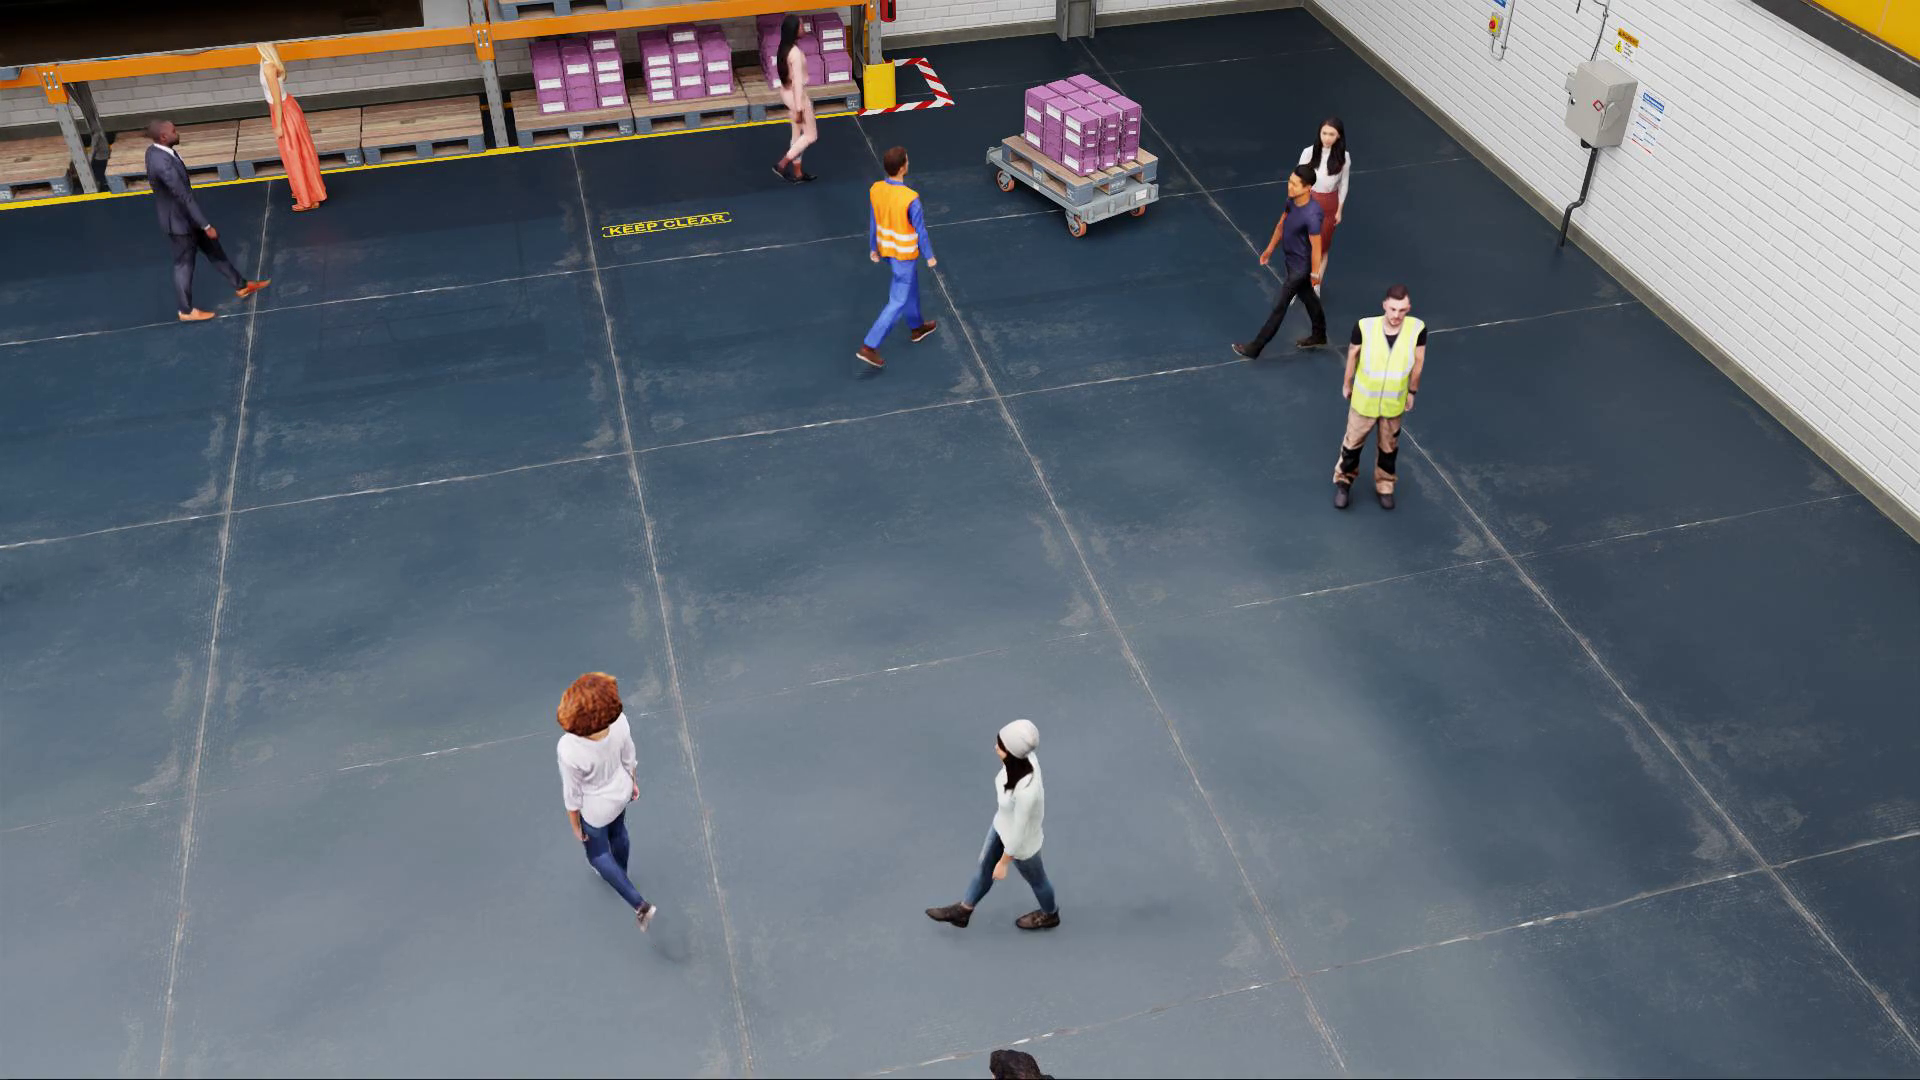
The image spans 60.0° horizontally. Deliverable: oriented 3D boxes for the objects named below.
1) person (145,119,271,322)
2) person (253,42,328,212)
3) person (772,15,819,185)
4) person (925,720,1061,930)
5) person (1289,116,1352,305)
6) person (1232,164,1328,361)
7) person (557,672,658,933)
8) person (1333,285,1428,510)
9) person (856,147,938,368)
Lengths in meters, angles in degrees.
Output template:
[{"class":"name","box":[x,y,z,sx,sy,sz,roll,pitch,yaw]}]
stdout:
[{"class":"person","box":[-6.674,-2.664,14.092,1.092,1.793,0.829,-15,41,-18]},{"class":"person","box":[-6.388,-4.004,15.763,0.561,1.803,0.618,-10,40,-12]},{"class":"person","box":[-1.670,-4.227,16.116,0.732,1.711,0.663,-14,41,-17]},{"class":"person","box":[0.395,1.573,8.926,1.010,1.620,0.676,-5,39,-6]},{"class":"person","box":[3.078,-2.819,14.320,0.619,1.750,0.732,10,40,13]},{"class":"person","box":[2.870,-2.272,13.648,1.136,1.735,0.726,-5,39,-6]},{"class":"person","box":[-1.889,1.439,9.038,0.994,1.690,0.998,29,47,31]},{"class":"person","box":[3.036,-1.043,12.023,0.782,1.843,0.870,4,39,4]},{"class":"person","box":[-0.552,-2.274,13.575,1.324,1.830,1.100,-31,48,-33]}]
